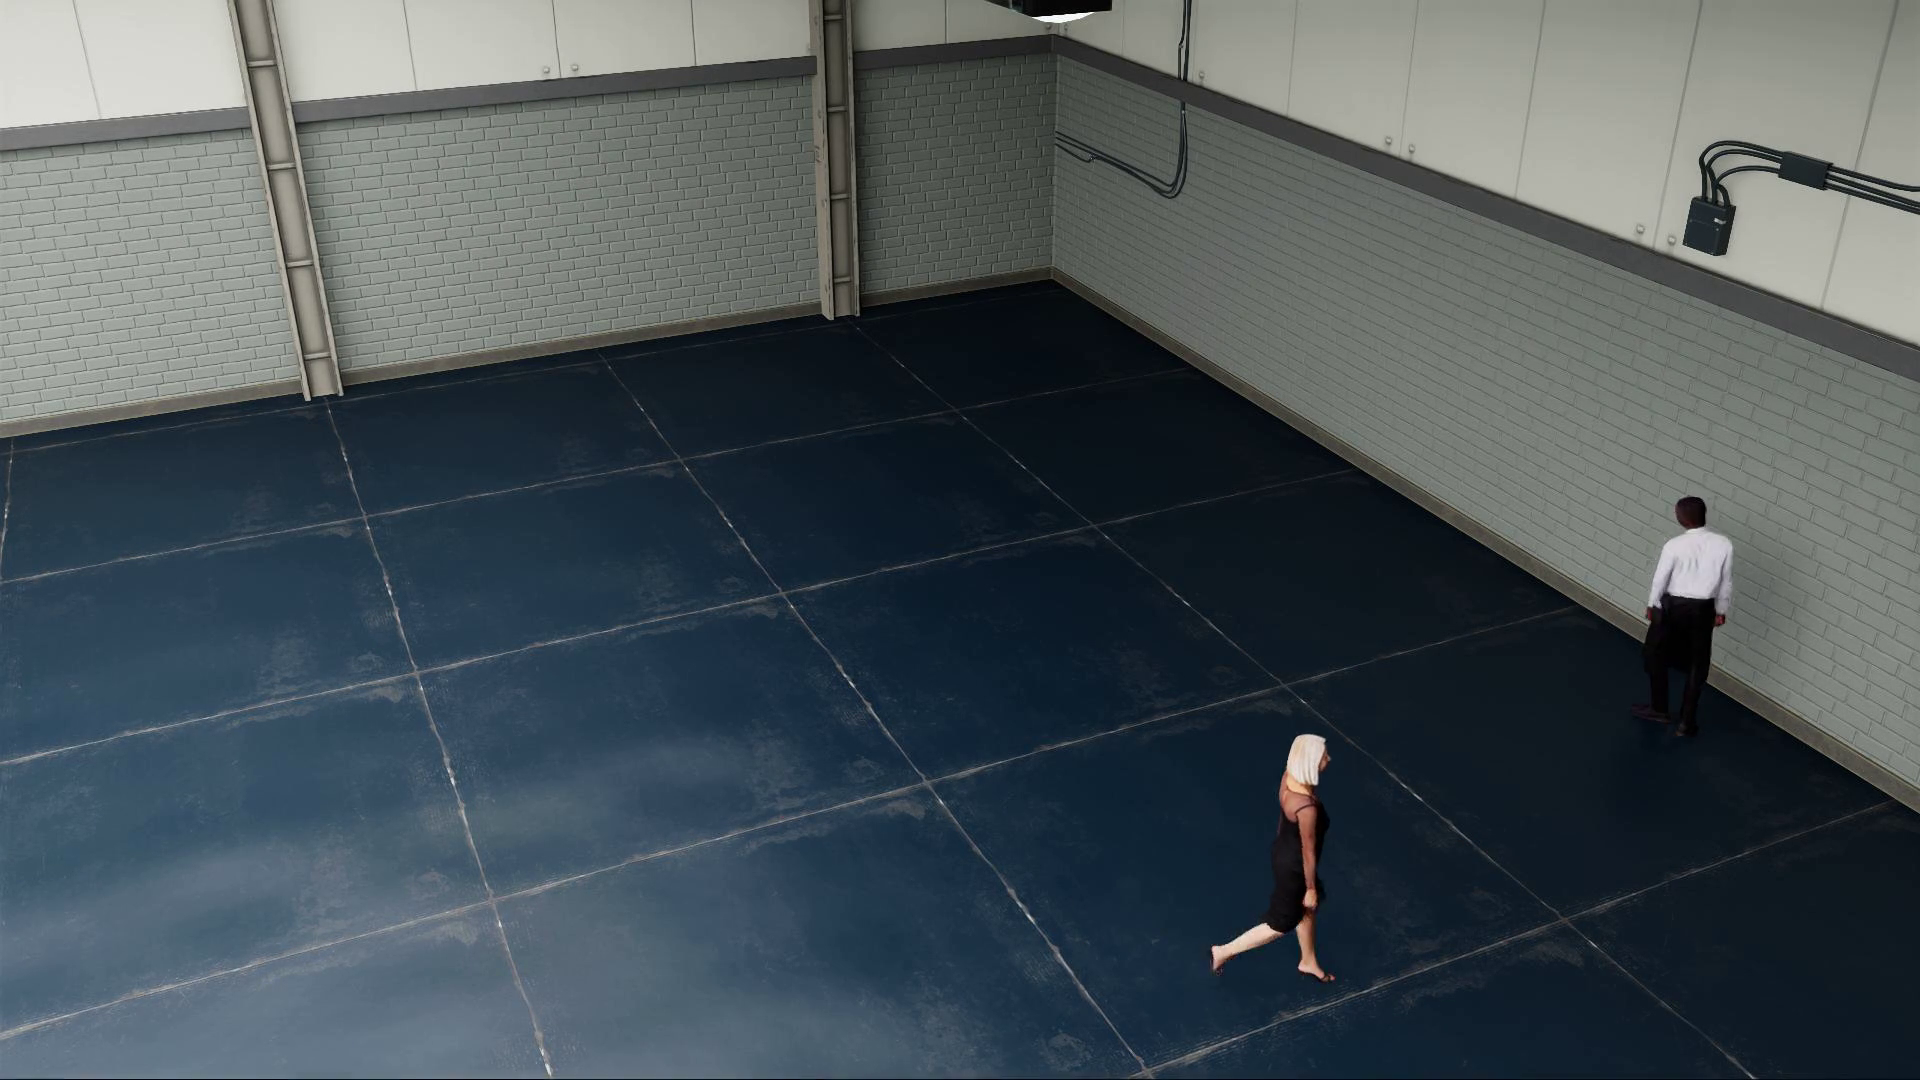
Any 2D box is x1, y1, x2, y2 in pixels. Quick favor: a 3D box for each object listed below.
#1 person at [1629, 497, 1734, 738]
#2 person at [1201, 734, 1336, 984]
[{"bbox_3d":[5.156,0.545,11.859,0.818,1.814,0.906,12,30,22],"label":"person"},{"bbox_3d":[1.812,1.865,9.398,1.120,1.721,0.906,1,27,1],"label":"person"}]
